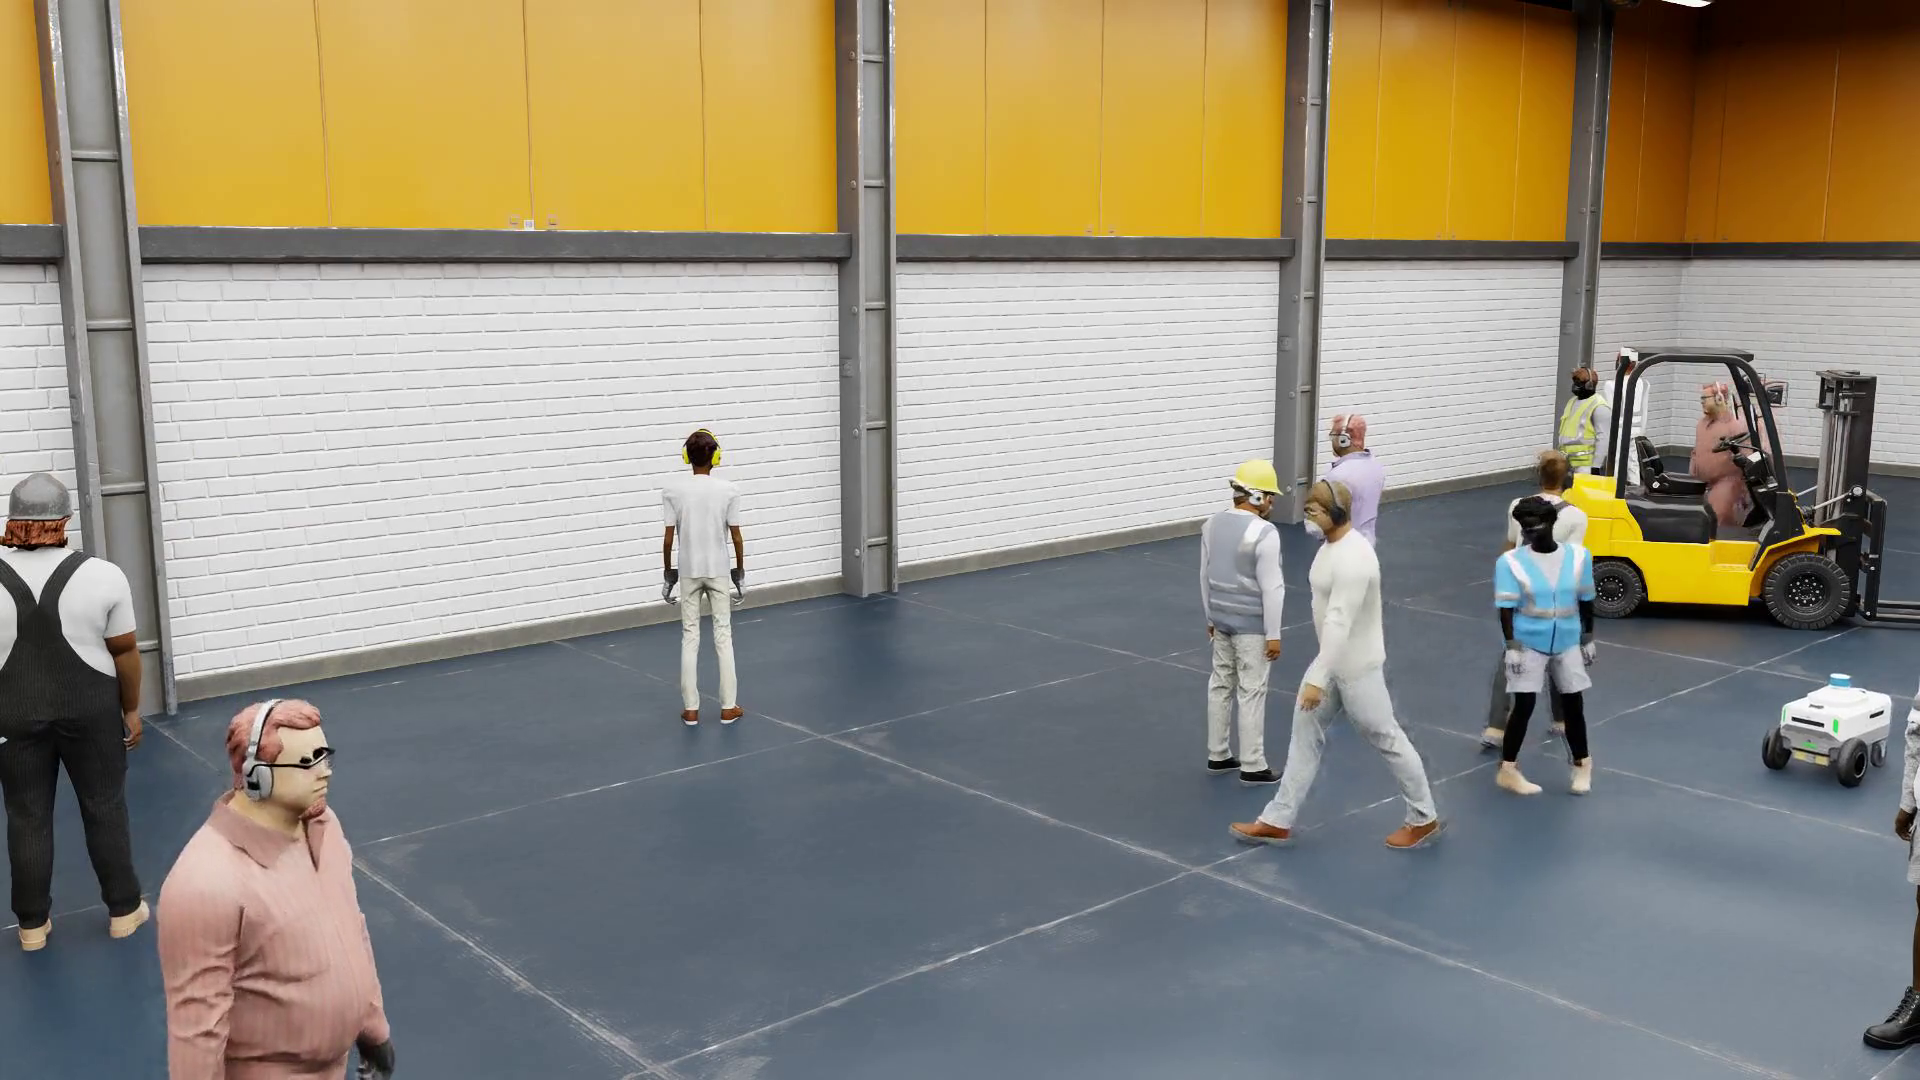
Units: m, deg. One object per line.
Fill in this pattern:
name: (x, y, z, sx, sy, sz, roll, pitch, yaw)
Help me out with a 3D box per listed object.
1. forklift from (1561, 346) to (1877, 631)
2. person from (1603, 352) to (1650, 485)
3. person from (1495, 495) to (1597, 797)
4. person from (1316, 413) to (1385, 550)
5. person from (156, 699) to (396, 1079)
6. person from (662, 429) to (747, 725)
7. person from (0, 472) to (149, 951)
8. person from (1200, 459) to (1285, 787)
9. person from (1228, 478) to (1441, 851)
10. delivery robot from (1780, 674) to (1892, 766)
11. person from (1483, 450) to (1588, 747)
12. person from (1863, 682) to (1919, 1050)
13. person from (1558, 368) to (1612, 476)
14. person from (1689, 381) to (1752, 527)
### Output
forklift: (6.109, -0.478, 13.691, 2.313, 2.155, 1.214, 3, 10, 16)
person: (7.444, -1.176, 18.690, 0.575, 1.883, 0.362, -3, 10, -15)
person: (3.202, 0.571, 9.098, 0.583, 1.659, 0.334, 0, 10, 0)
person: (2.566, 0.103, 11.126, 0.411, 1.909, 0.643, 7, 12, 34)
person: (-1.526, 1.314, 4.110, 0.833, 1.877, 0.673, 1, 10, 3)
person: (-1.610, 0.236, 10.472, 0.535, 1.865, 0.312, -1, 10, -4)
person: (-3.875, 0.718, 7.137, 0.688, 2.000, 0.536, -4, 10, -21)
person: (1.598, 0.458, 9.304, 0.403, 1.819, 0.593, -6, 11, -31)
person: (1.923, 0.627, 8.200, 1.063, 1.882, 0.646, 0, 10, -3)
delivery robot: (5.008, 1.009, 9.499, 0.707, 0.478, 0.477, -8, 12, -37)
person: (3.490, 0.354, 10.020, 0.533, 1.801, 0.986, 9, 13, 42)
person: (3.620, 0.967, 5.966, 0.348, 1.943, 0.542, -5, 11, -25)
person: (6.147, -0.777, 16.470, 0.430, 1.845, 0.621, -2, 10, -10)
person: (6.761, -0.485, 14.767, 0.985, 1.849, 0.658, -1, 10, -7)
